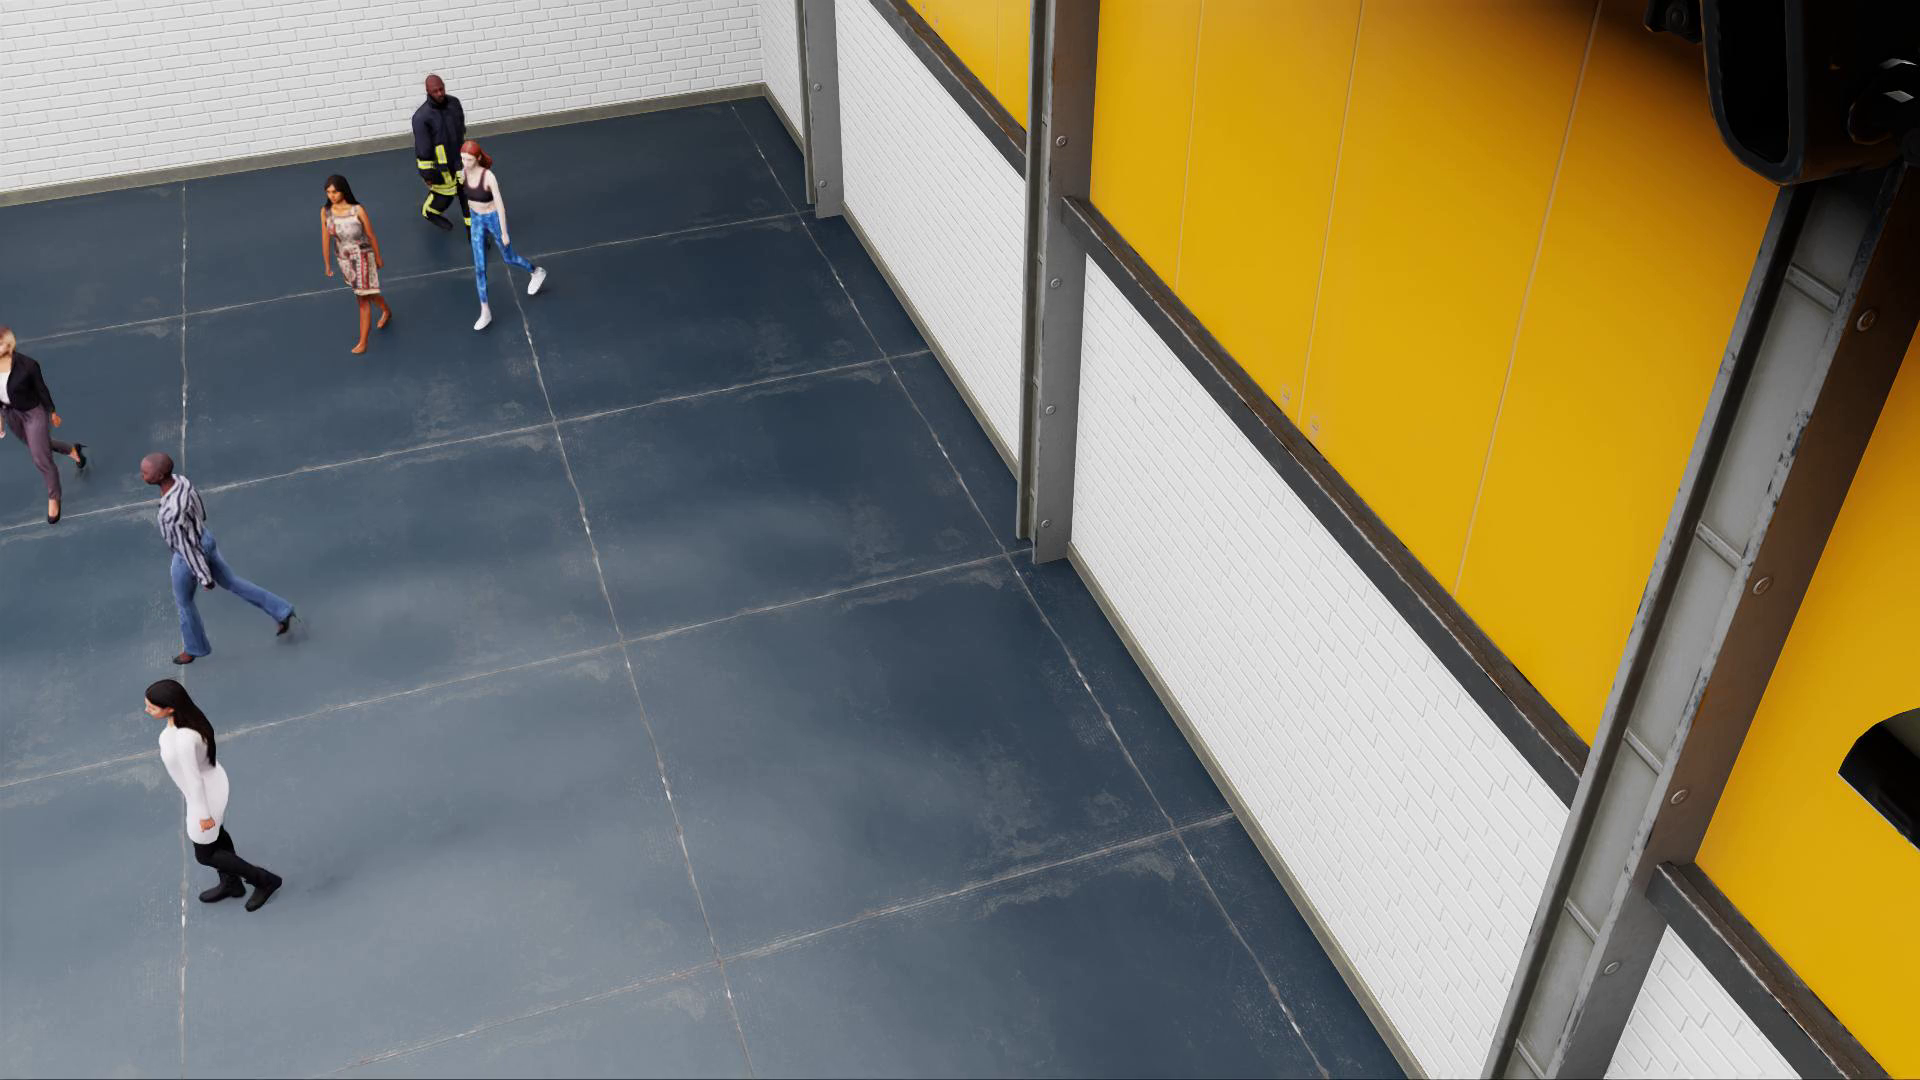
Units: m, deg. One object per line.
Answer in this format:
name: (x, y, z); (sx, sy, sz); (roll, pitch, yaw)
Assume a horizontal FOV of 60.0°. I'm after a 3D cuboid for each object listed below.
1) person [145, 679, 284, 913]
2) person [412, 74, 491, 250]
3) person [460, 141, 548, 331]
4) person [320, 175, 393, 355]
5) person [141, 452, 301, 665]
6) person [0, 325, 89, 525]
person: (-4.358, 1.481, 9.745); (0.672, 1.801, 0.650); (-13, 40, -15)
person: (-5.085, -3.744, 16.304); (1.319, 1.781, 1.106); (27, 46, 30)
person: (-4.232, -2.873, 15.238); (1.149, 1.750, 1.207); (18, 42, 21)
person: (-5.395, -2.554, 14.959); (0.967, 1.600, 1.198); (4, 39, 5)
person: (-5.169, 0.105, 11.505); (0.767, 1.755, 1.073); (-8, 39, -10)
person: (-7.209, -0.979, 12.951); (0.878, 1.645, 1.100); (4, 39, 5)
